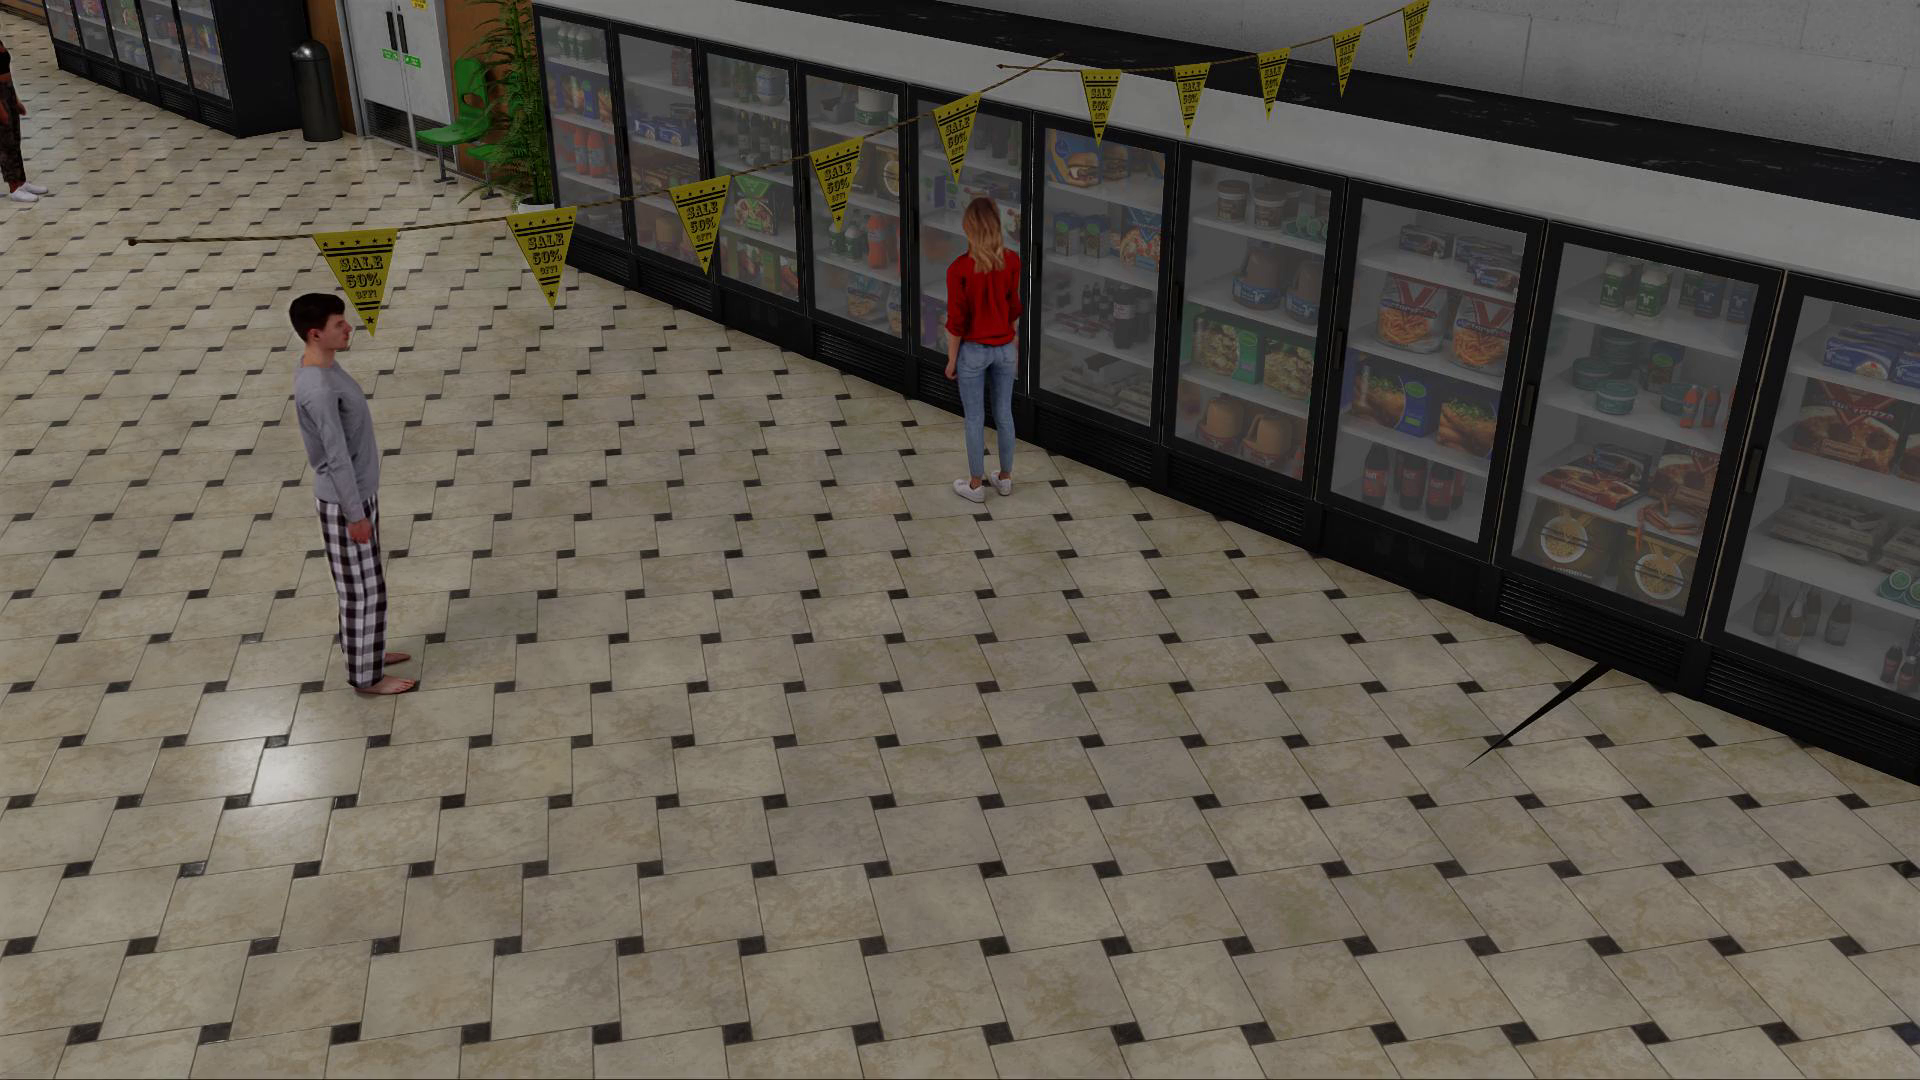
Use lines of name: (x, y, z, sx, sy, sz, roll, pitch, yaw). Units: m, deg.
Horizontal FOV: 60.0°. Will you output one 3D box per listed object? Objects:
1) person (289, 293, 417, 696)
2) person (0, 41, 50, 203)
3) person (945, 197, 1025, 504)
person: (-2.690, -0.198, 7.284, 0.690, 1.847, 0.708, -9, 28, -17)
person: (-8.458, -3.868, 14.683, 0.707, 1.700, 0.664, -3, 27, -6)
person: (0.136, -1.023, 9.068, 0.556, 1.704, 0.734, -13, 30, -24)
